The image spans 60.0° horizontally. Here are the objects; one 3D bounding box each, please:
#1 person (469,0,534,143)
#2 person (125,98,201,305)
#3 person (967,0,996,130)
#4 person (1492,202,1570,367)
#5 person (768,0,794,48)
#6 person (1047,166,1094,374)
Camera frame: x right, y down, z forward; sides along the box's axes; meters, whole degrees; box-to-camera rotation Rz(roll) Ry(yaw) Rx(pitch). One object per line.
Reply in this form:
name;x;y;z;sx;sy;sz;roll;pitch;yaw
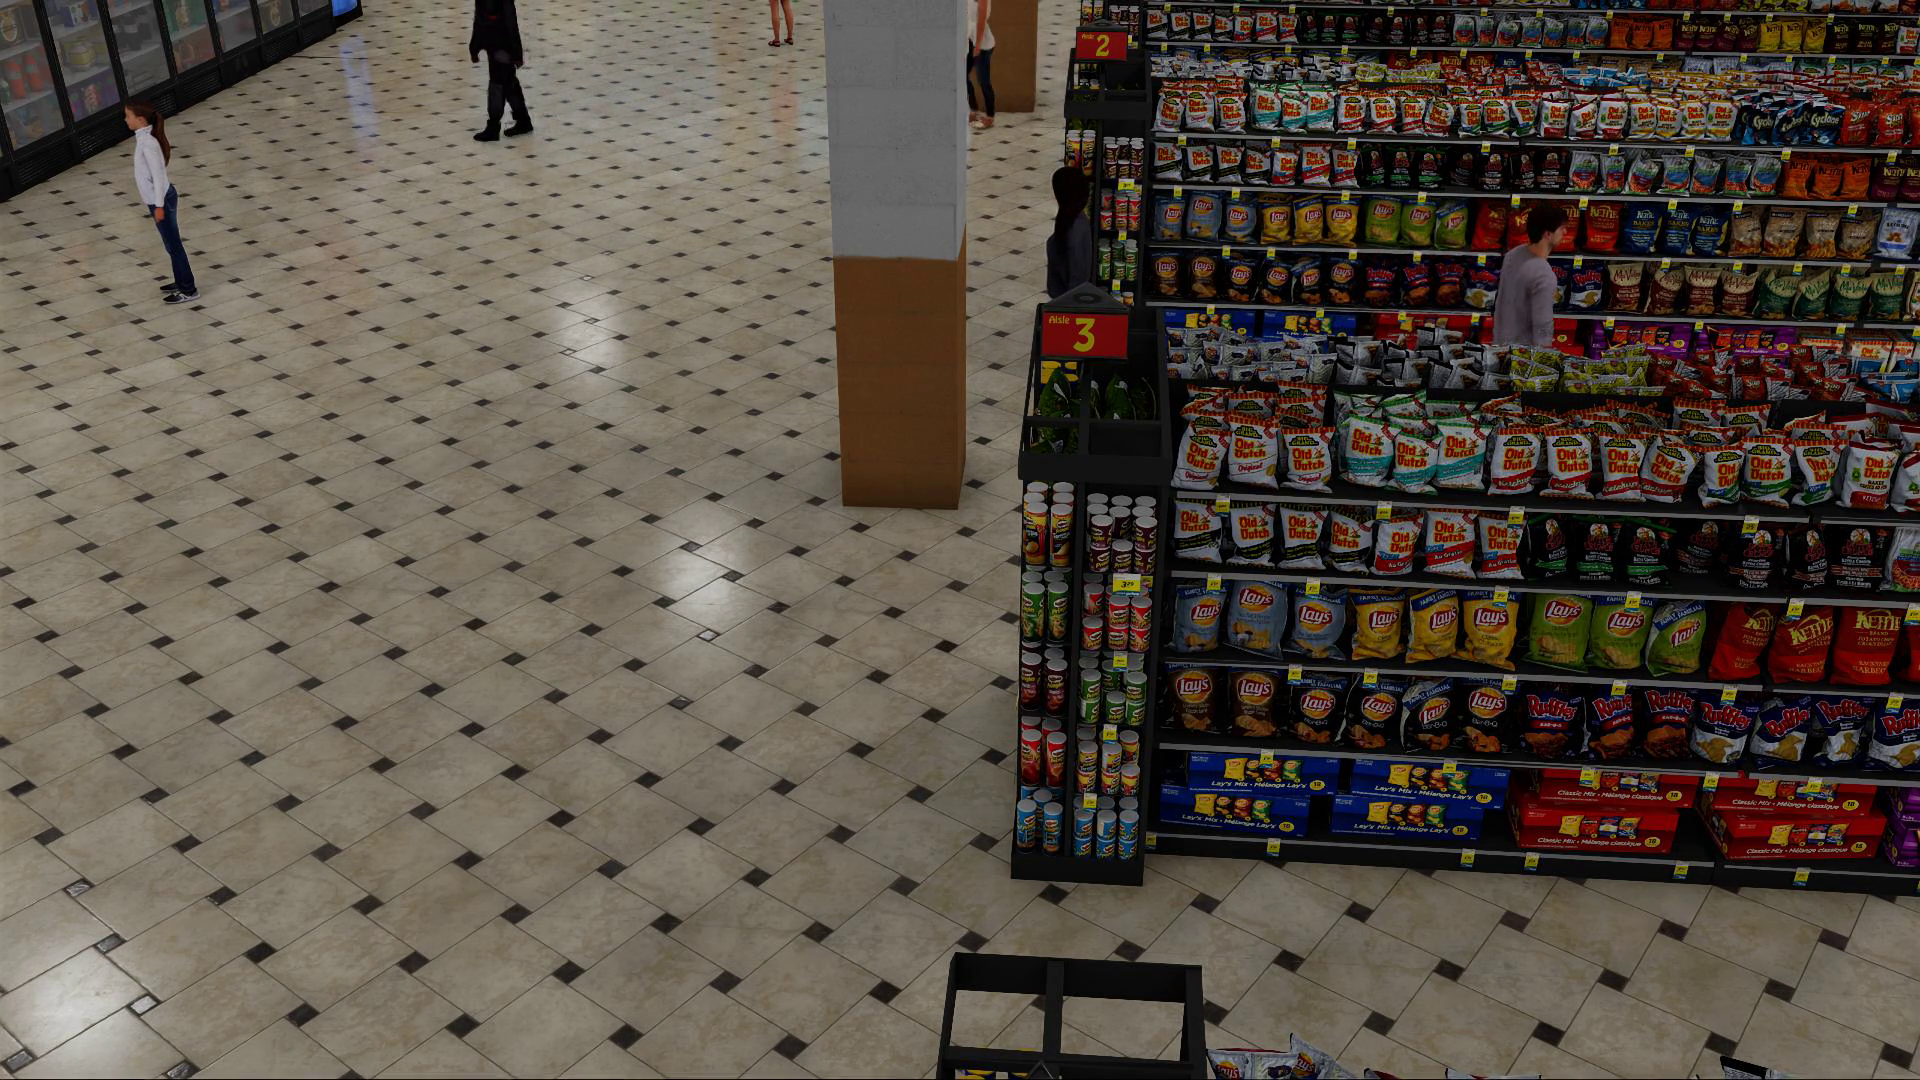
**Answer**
person;-4.579;-4.998;16.877;1.108;1.803;1.141;25;37;38
person;-6.129;-2.615;12.768;0.657;1.559;0.619;-13;31;-23
person;0.276;-5.135;17.163;0.771;1.769;0.736;-12;31;-21
person;3.144;-1.059;9.632;0.690;1.832;0.729;-2;29;-4
person;-2.275;-6.991;20.747;0.657;1.593;0.727;-19;34;-31
person;0.700;-1.493;10.496;0.532;1.766;0.617;0;29;0
